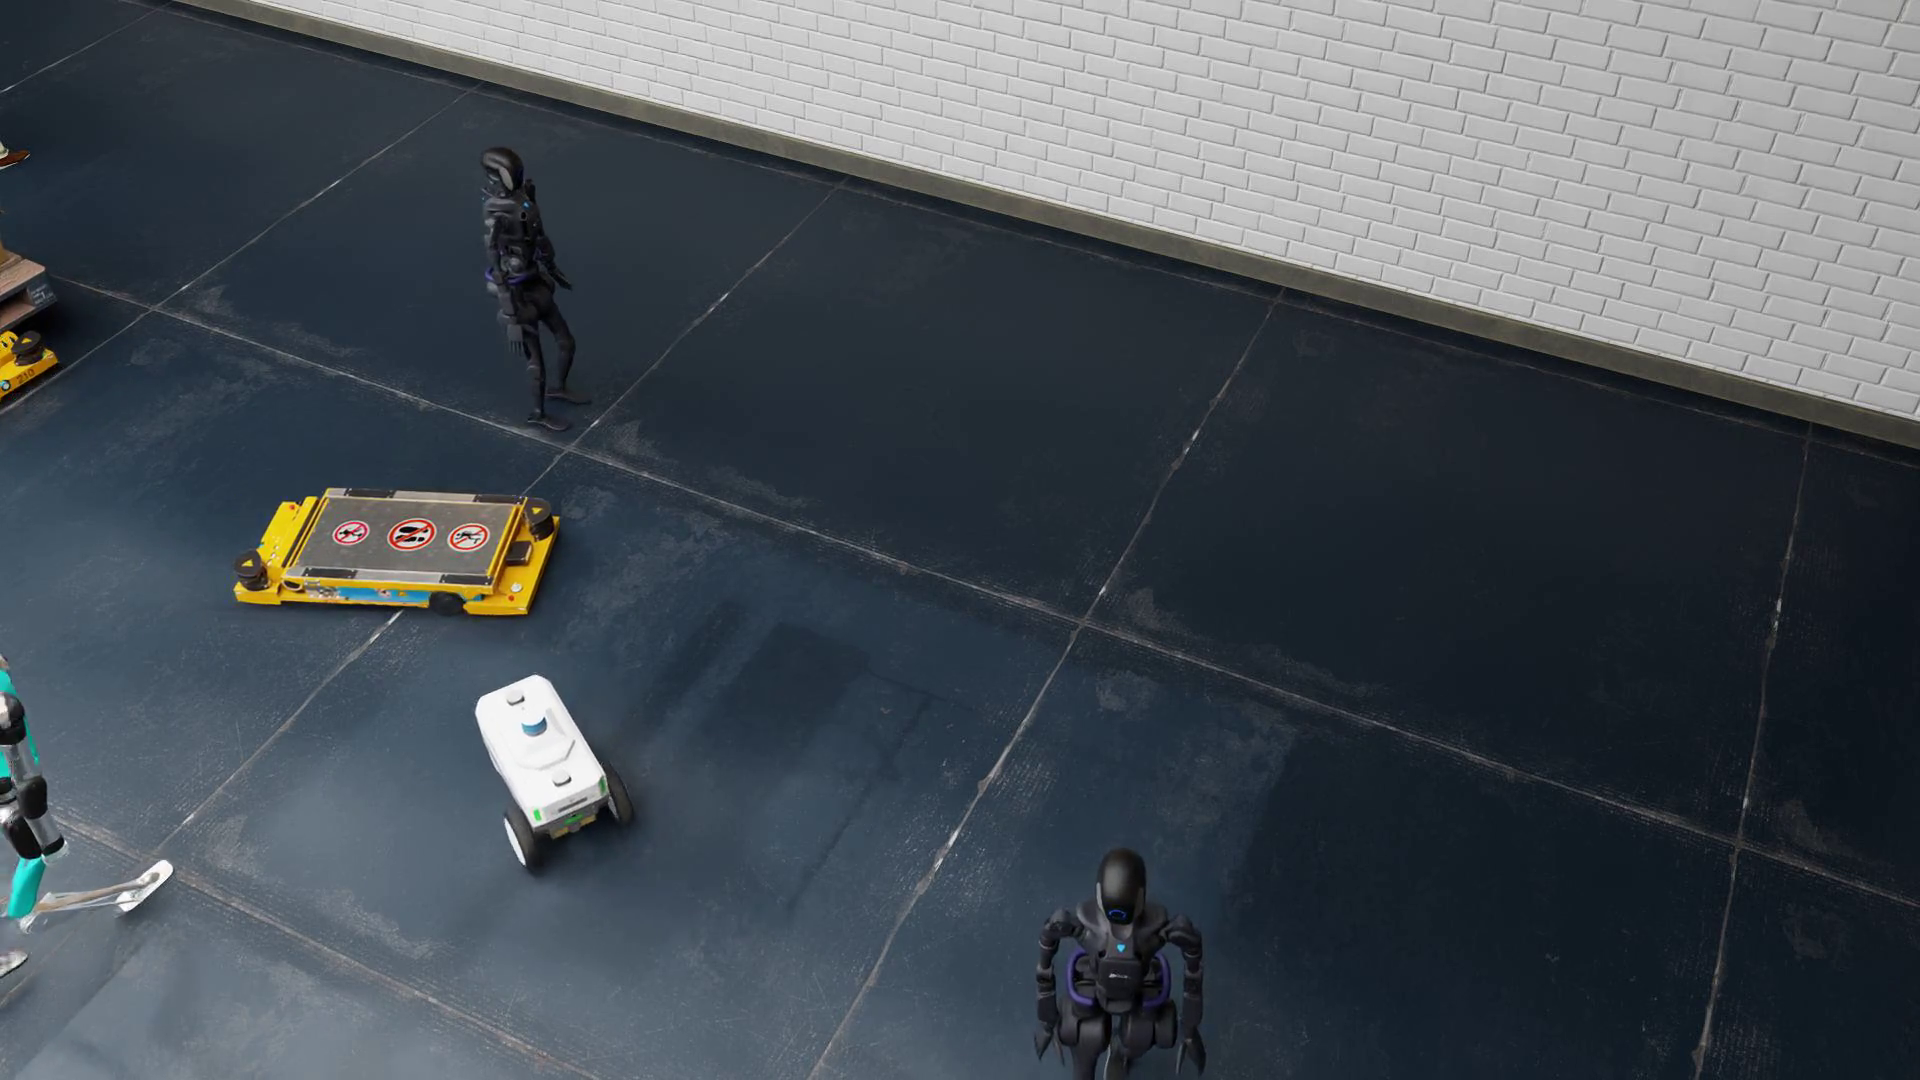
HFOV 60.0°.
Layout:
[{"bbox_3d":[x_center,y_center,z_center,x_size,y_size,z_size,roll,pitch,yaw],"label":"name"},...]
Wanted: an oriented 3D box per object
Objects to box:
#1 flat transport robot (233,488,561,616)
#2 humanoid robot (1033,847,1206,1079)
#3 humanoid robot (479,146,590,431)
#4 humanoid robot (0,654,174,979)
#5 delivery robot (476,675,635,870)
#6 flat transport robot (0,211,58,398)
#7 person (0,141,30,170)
[{"bbox_3d":[-2.761,0.055,8.196,1.431,0.231,0.659,3,43,3],"label":"flat transport robot"},{"bbox_3d":[0.540,1.580,5.556,0.589,1.633,0.796,3,43,3],"label":"humanoid robot"},{"bbox_3d":[-2.235,-1.290,8.606,0.315,1.653,0.604,8,43,9],"label":"humanoid robot"},{"bbox_3d":[-3.598,1.090,6.040,0.559,1.768,1.051,31,51,29],"label":"humanoid robot"},{"bbox_3d":[-1.749,0.951,7.022,0.499,0.598,0.791,-23,48,-23],"label":"delivery robot"},{"bbox_3d":[-5.899,-1.124,9.468,1.431,0.231,0.659,22,47,22],"label":"flat transport robot"},{"bbox_3d":[-6.507,-3.147,10.645,0.496,1.633,0.287,12,44,13],"label":"person"}]
